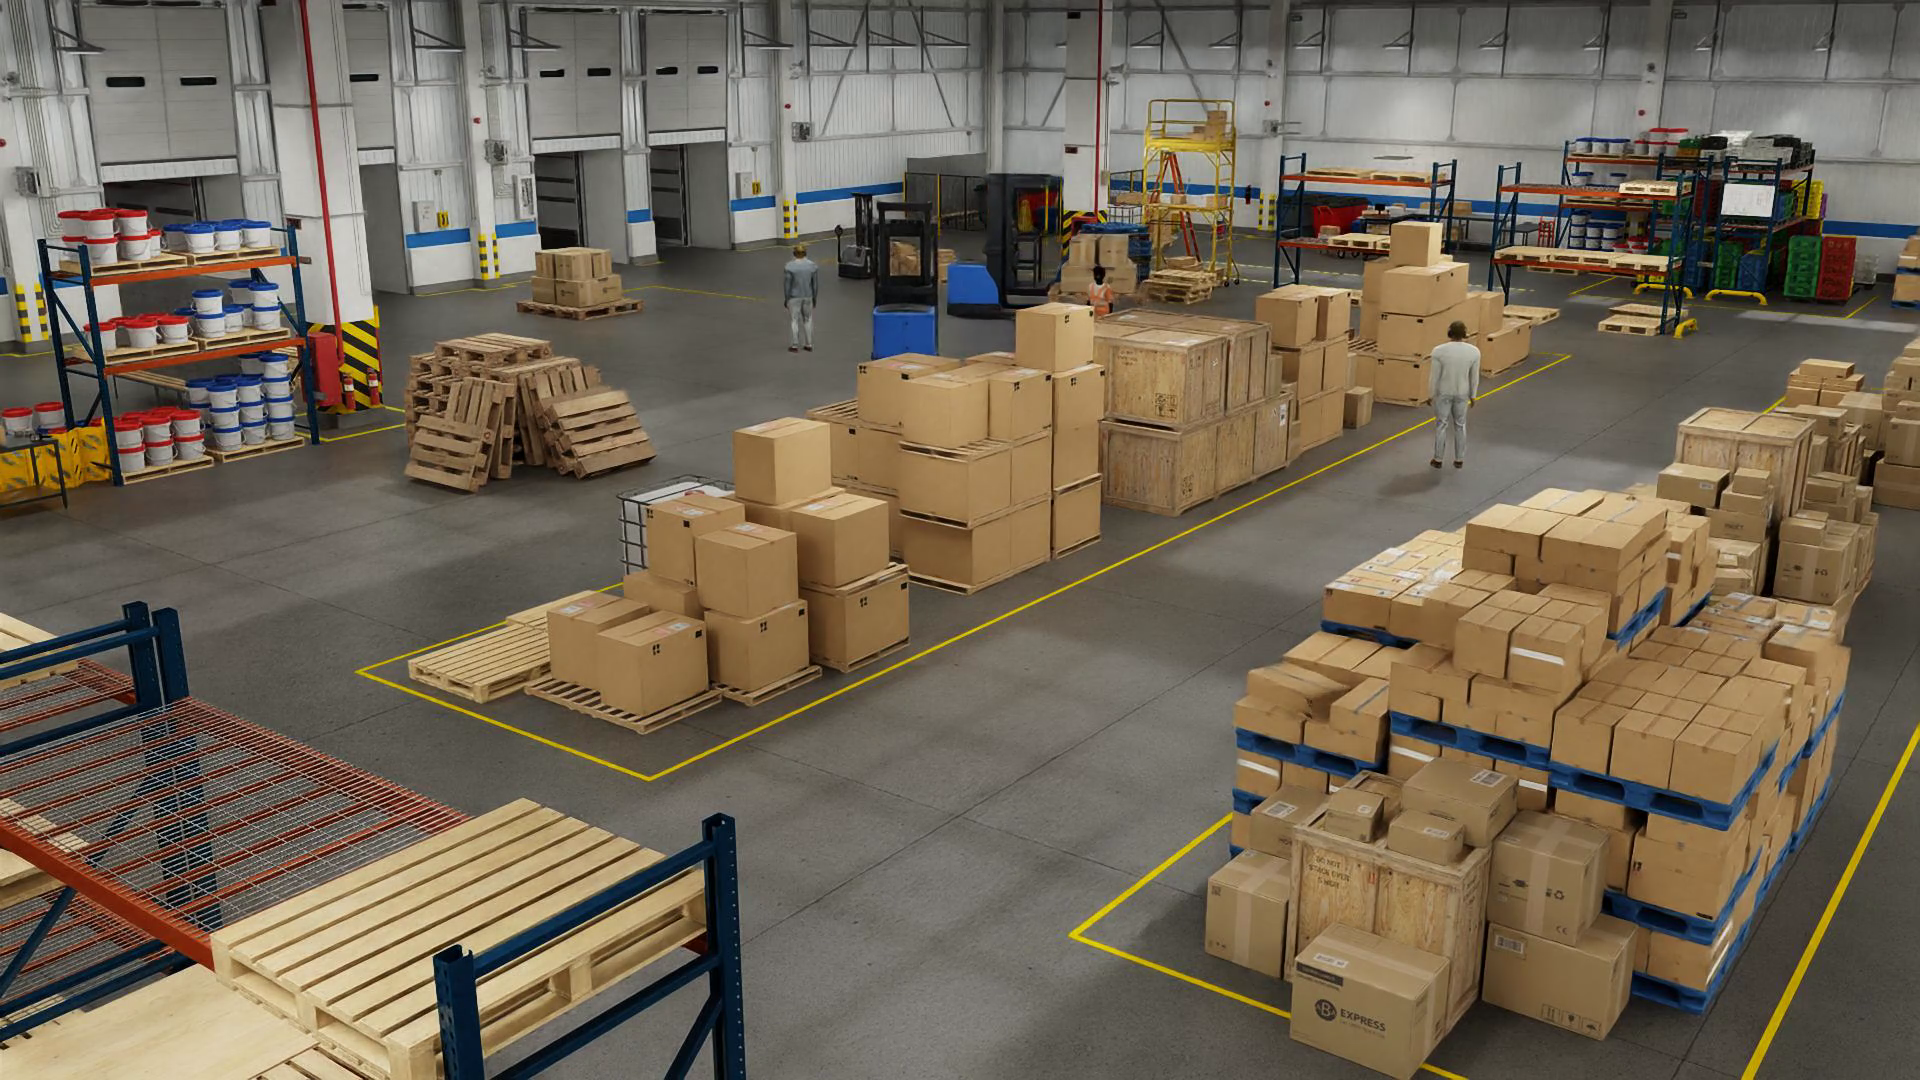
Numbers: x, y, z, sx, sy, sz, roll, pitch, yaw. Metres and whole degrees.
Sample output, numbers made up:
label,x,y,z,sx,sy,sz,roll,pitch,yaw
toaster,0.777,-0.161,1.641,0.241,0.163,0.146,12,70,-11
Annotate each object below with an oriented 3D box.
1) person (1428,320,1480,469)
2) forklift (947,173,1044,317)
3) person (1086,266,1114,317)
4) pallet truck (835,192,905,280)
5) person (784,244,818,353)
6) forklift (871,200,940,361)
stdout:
label,x,y,z,sx,sy,sz,roll,pitch,yaw
person,6.400,-1.884,21.620,0.635,1.936,0.353,1,17,4
forklift,0.724,-5.918,33.369,1.873,2.768,1.129,3,17,8
person,2.409,-3.850,28.577,0.584,1.682,0.339,16,23,42
pallet truck,-1.936,-7.159,38.982,1.885,1.965,0.823,-12,21,-34
person,-2.831,-4.307,29.664,0.639,1.926,0.367,-8,18,-24
forklift,-0.918,-4.306,28.031,1.129,2.768,1.873,0,17,1
